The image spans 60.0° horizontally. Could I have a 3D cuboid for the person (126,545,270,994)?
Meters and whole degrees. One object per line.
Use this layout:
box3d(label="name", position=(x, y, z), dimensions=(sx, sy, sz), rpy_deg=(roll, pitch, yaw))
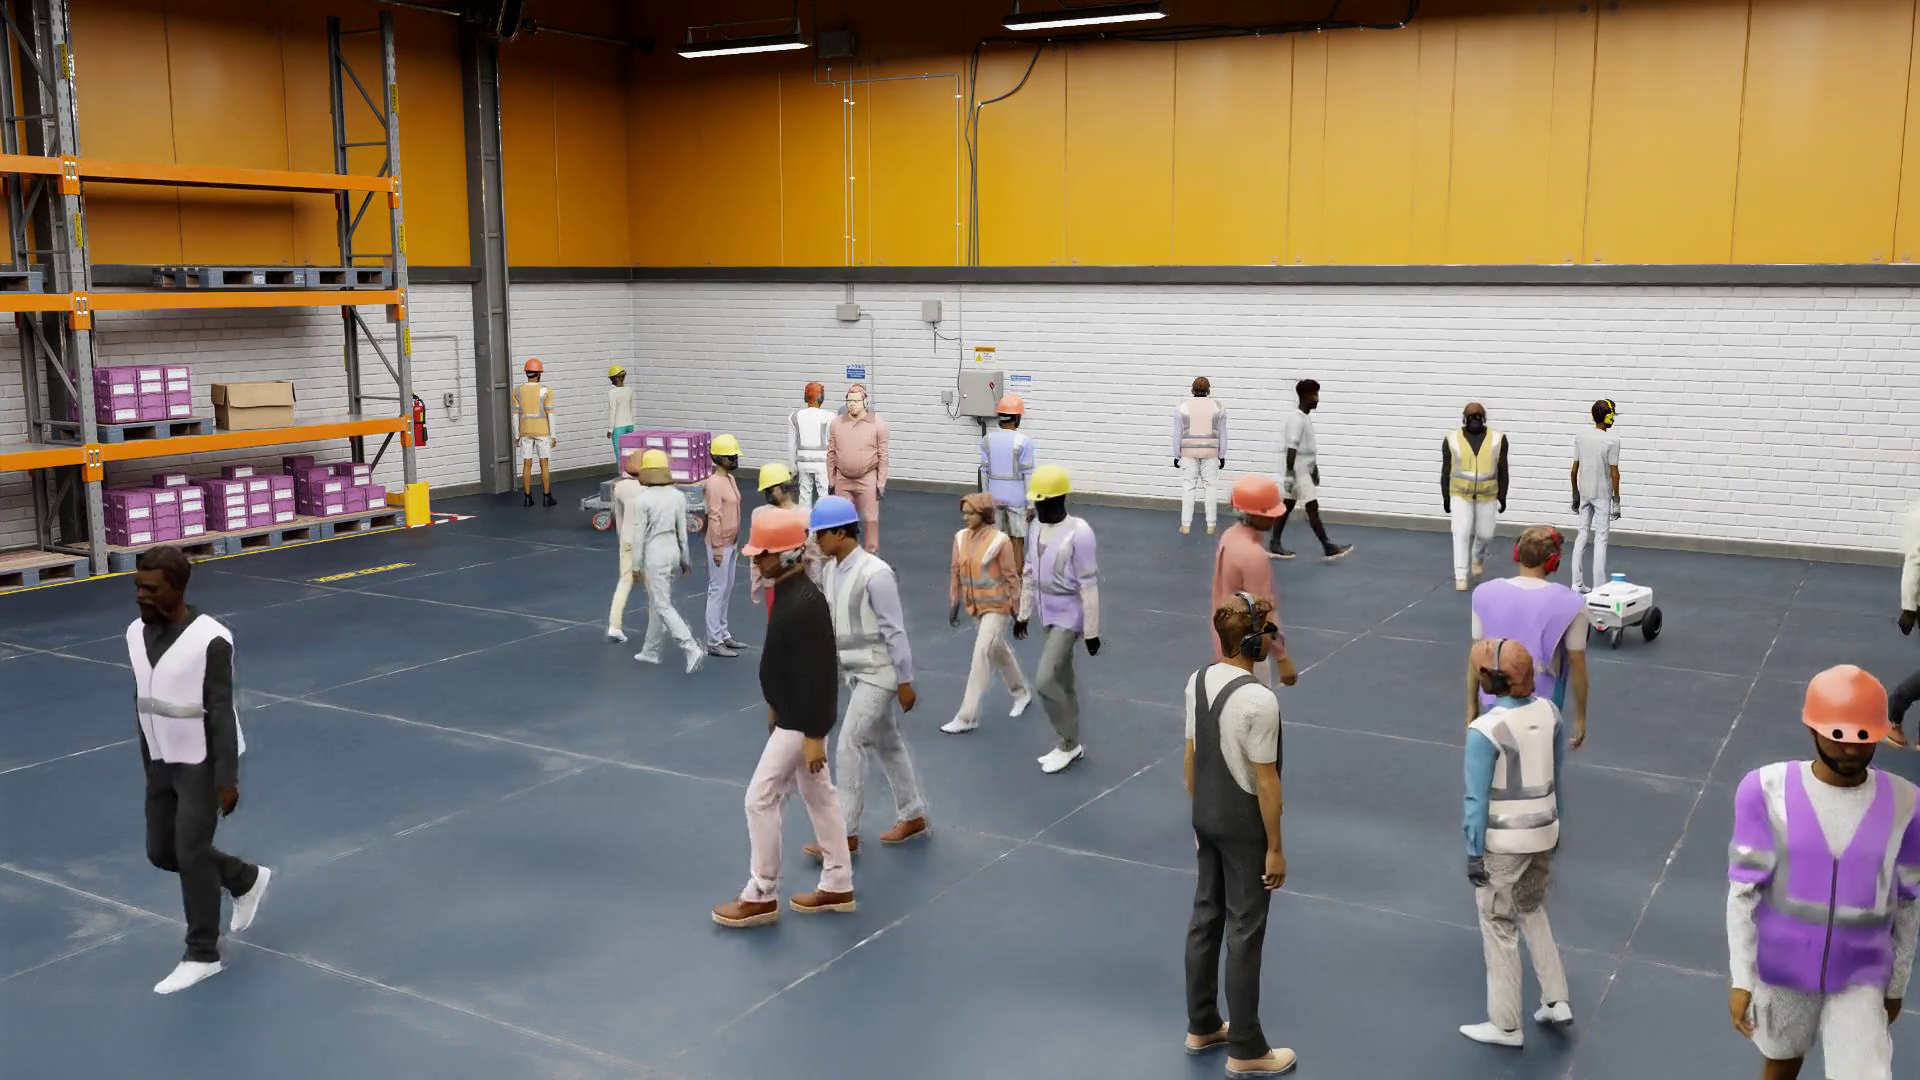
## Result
box3d(label="person", position=(-3.288, 0.943, 7.193), dimensions=(0.598, 1.904, 0.616), rpy_deg=(5, 10, 26))

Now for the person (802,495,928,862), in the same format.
box3d(label="person", position=(-0.542, 0.709, 8.669), dimensions=(0.876, 1.887, 0.612), rpy_deg=(-4, 10, -25))

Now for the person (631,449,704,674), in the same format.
box3d(label="person", position=(-2.241, 0.161, 12.705), dimensions=(0.849, 1.702, 0.495), rpy_deg=(7, 12, 38))

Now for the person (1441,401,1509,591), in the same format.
box3d(label="person", position=(4.963, -0.444, 16.092), dimensions=(0.628, 1.817, 0.722), rpy_deg=(2, 9, 12))

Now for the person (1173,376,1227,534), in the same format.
box3d(label="person", position=(2.796, -0.986, 19.397), dimensions=(0.632, 1.843, 0.429), rpy_deg=(1, 9, 4))

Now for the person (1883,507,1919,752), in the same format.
box3d(label="person", position=(6.115, 0.394, 10.343), dimensions=(0.616, 1.981, 0.473), rpy_deg=(-5, 10, -28))

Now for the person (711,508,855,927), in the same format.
box3d(label="person", position=(-0.866, 0.824, 7.726), dimensions=(0.832, 1.955, 0.666), rpy_deg=(-1, 9, -7))

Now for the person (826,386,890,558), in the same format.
box3d(label="person", position=(-1.038, -0.587, 16.701), dimensions=(0.643, 1.909, 0.410), rpy_deg=(2, 9, 12))

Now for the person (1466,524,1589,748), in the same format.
box3d(label="person", position=(2.769, 0.829, 8.199), dimensions=(0.580, 1.815, 0.830), rpy_deg=(7, 11, 35))

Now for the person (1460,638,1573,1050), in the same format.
box3d(label="person", position=(2.173, 1.187, 6.501), dimensions=(0.541, 1.624, 0.366), rpy_deg=(-6, 11, -35))

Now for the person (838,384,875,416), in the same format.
box3d(label="person", position=(-1.309, -1.172, 21.204), dimensions=(0.509, 1.632, 0.268), rpy_deg=(2, 9, 11))

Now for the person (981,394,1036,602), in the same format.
box3d(label="person", position=(0.456, -0.368, 15.239), dimensions=(0.545, 1.938, 0.362), rpy_deg=(5, 11, 30))

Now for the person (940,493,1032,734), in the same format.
box3d(label="person", position=(0.205, 0.462, 11.158), dimensions=(0.881, 1.584, 0.530), rpy_deg=(-7, 12, -39))

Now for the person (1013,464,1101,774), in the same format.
box3d(label="person", position=(0.591, 0.474, 10.094), dimensions=(0.533, 1.897, 0.639), rpy_deg=(-4, 10, -24))

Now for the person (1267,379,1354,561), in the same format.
box3d(label="person", position=(3.711, -0.730, 17.539), dimensions=(0.960, 1.916, 0.635), rpy_deg=(3, 9, 17))

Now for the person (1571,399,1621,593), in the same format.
box3d(label="person", position=(5.959, -0.388, 15.576), dimensions=(0.310, 1.868, 0.532), rpy_deg=(-6, 11, -31))

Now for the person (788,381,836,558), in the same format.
box3d(label="person", position=(-1.544, -0.748, 17.770), dimensions=(0.574, 1.887, 0.355), rpy_deg=(3, 9, 16))

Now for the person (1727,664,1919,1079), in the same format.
box3d(label="person", position=(2.583, 1.300, 4.982), dimensions=(0.549, 1.878, 0.996), rpy_deg=(3, 10, 21))

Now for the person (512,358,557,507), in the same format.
box3d(label="person", position=(-5.532, -1.397, 21.668), dimensions=(0.550, 1.933, 0.375), rpy_deg=(0, 9, 2))

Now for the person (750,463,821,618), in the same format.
box3d(label="person", position=(-1.206, 0.292, 11.796), dimensions=(0.522, 1.725, 0.801), rpy_deg=(3, 10, 20))

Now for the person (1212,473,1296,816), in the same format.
box3d(label="person", position=(1.602, 0.596, 9.187), dimensions=(0.419, 1.955, 0.640), rpy_deg=(-1, 9, -5))

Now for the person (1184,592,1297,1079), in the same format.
box3d(label="person", position=(1.053, 1.108, 6.314), dimensions=(0.345, 1.847, 0.504), rpy_deg=(-5, 10, -29))

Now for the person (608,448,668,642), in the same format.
box3d(label="person", position=(-2.677, 0.033, 13.799), dimensions=(0.515, 1.592, 0.841), rpy_deg=(4, 10, 23))

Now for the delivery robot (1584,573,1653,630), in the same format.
box3d(label="delivery robot", position=(5.418, 0.519, 13.710), dimensions=(0.477, 0.478, 0.707), rpy_deg=(9, 12, 43))

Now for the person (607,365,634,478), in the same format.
box3d(label="person", position=(-4.773, -1.578, 23.353), dimensions=(0.322, 1.761, 0.522), rpy_deg=(4, 10, 25))

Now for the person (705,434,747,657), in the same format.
box3d(label="person", position=(-1.860, 0.038, 13.238), dimensions=(0.317, 1.767, 0.534), rpy_deg=(1, 9, 7))

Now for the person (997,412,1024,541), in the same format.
box3d(label="person", position=(0.487, -0.571, 17.301), dimensions=(0.539, 1.681, 0.360), rpy_deg=(-5, 11, -31))
